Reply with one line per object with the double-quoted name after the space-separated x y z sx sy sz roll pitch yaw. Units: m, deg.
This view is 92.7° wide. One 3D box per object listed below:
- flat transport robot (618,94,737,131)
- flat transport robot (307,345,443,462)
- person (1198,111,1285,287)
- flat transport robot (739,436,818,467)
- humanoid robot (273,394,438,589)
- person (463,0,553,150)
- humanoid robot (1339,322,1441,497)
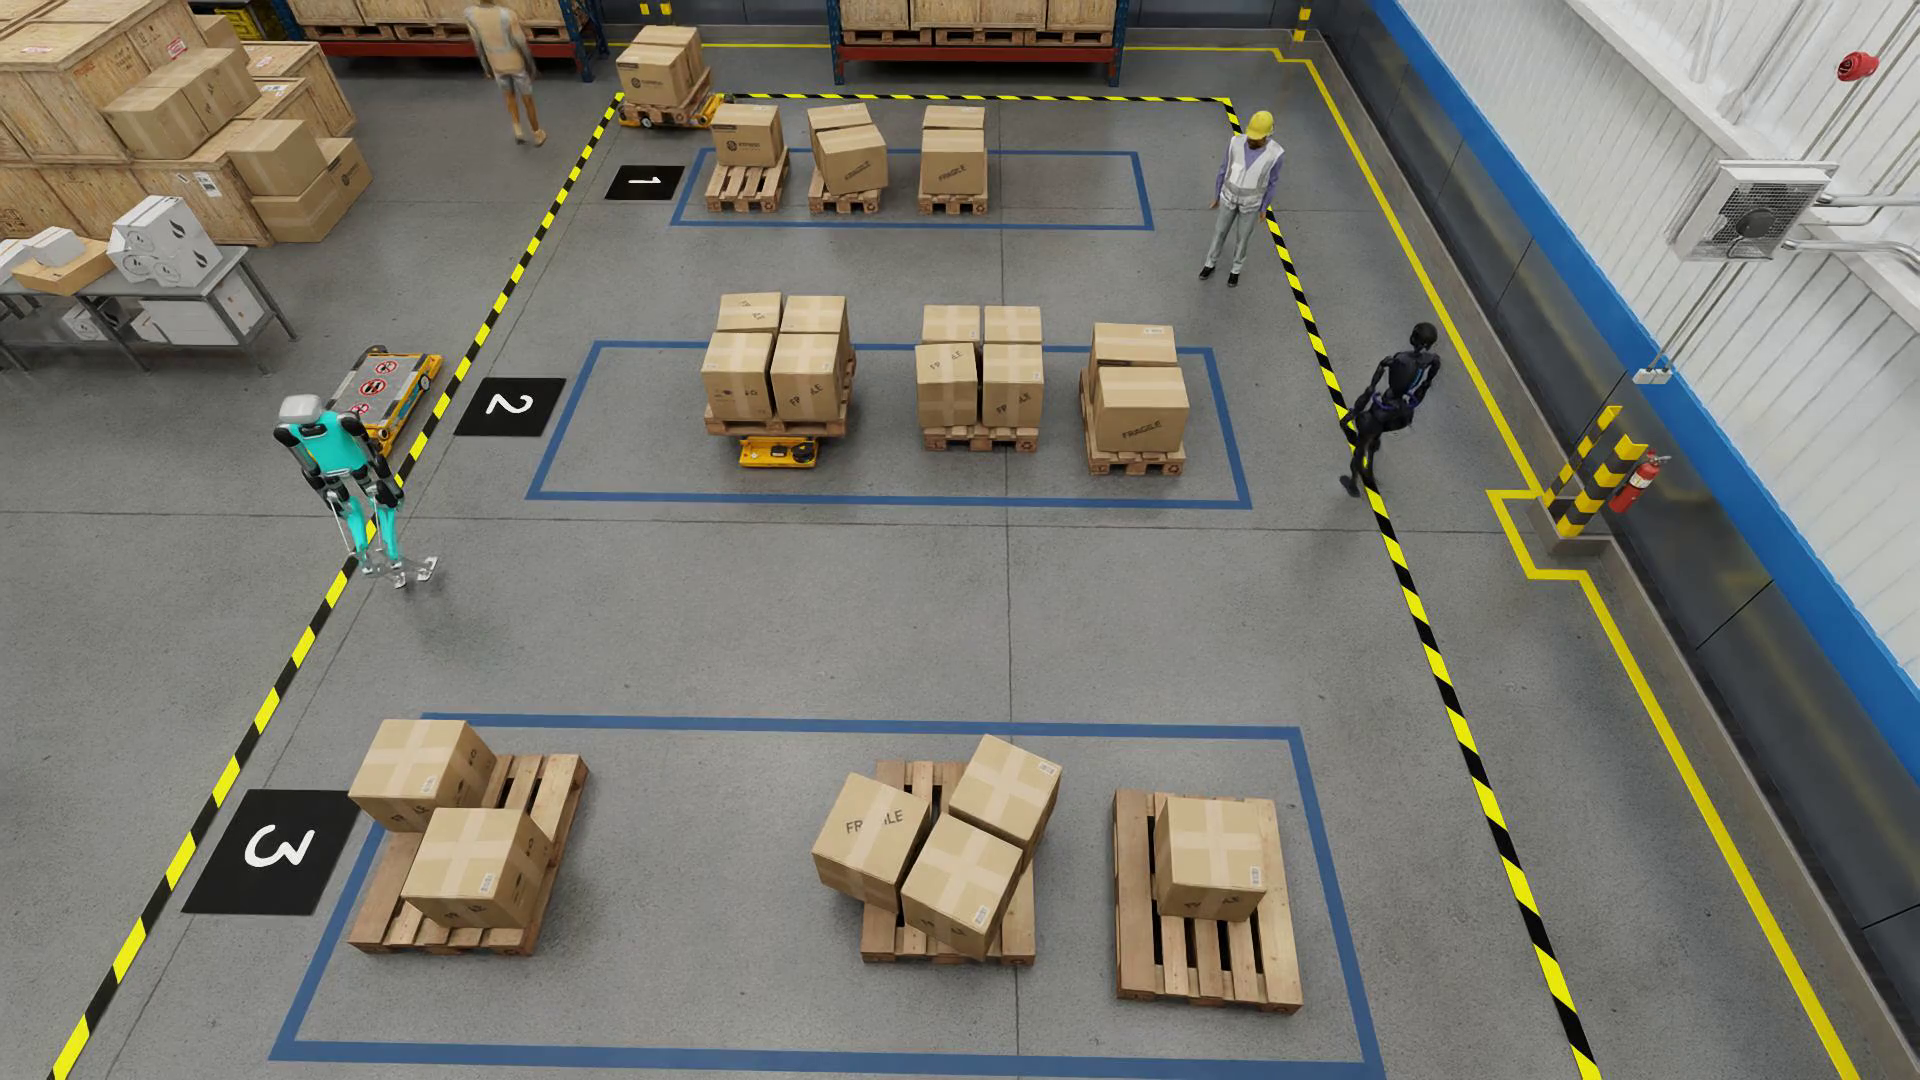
-3.760 -5.731 12.199 1.431 0.197 0.652 5 50 4 "flat transport robot"
-5.383 -1.269 8.441 0.659 0.231 1.431 1 50 1 "flat transport robot"
2.837 -3.424 9.246 0.588 1.822 0.403 22 53 17 "person"
-1.582 -1.235 8.394 0.652 0.197 1.431 1 50 1 "flat transport robot"
-4.274 -0.203 6.488 0.533 1.677 0.735 -11 51 -9 "humanoid robot"
-5.457 -5.758 11.084 0.615 2.045 0.403 -2 50 -2 "person"
3.381 -1.032 7.318 0.611 1.652 0.365 -8 50 -7 "humanoid robot"
